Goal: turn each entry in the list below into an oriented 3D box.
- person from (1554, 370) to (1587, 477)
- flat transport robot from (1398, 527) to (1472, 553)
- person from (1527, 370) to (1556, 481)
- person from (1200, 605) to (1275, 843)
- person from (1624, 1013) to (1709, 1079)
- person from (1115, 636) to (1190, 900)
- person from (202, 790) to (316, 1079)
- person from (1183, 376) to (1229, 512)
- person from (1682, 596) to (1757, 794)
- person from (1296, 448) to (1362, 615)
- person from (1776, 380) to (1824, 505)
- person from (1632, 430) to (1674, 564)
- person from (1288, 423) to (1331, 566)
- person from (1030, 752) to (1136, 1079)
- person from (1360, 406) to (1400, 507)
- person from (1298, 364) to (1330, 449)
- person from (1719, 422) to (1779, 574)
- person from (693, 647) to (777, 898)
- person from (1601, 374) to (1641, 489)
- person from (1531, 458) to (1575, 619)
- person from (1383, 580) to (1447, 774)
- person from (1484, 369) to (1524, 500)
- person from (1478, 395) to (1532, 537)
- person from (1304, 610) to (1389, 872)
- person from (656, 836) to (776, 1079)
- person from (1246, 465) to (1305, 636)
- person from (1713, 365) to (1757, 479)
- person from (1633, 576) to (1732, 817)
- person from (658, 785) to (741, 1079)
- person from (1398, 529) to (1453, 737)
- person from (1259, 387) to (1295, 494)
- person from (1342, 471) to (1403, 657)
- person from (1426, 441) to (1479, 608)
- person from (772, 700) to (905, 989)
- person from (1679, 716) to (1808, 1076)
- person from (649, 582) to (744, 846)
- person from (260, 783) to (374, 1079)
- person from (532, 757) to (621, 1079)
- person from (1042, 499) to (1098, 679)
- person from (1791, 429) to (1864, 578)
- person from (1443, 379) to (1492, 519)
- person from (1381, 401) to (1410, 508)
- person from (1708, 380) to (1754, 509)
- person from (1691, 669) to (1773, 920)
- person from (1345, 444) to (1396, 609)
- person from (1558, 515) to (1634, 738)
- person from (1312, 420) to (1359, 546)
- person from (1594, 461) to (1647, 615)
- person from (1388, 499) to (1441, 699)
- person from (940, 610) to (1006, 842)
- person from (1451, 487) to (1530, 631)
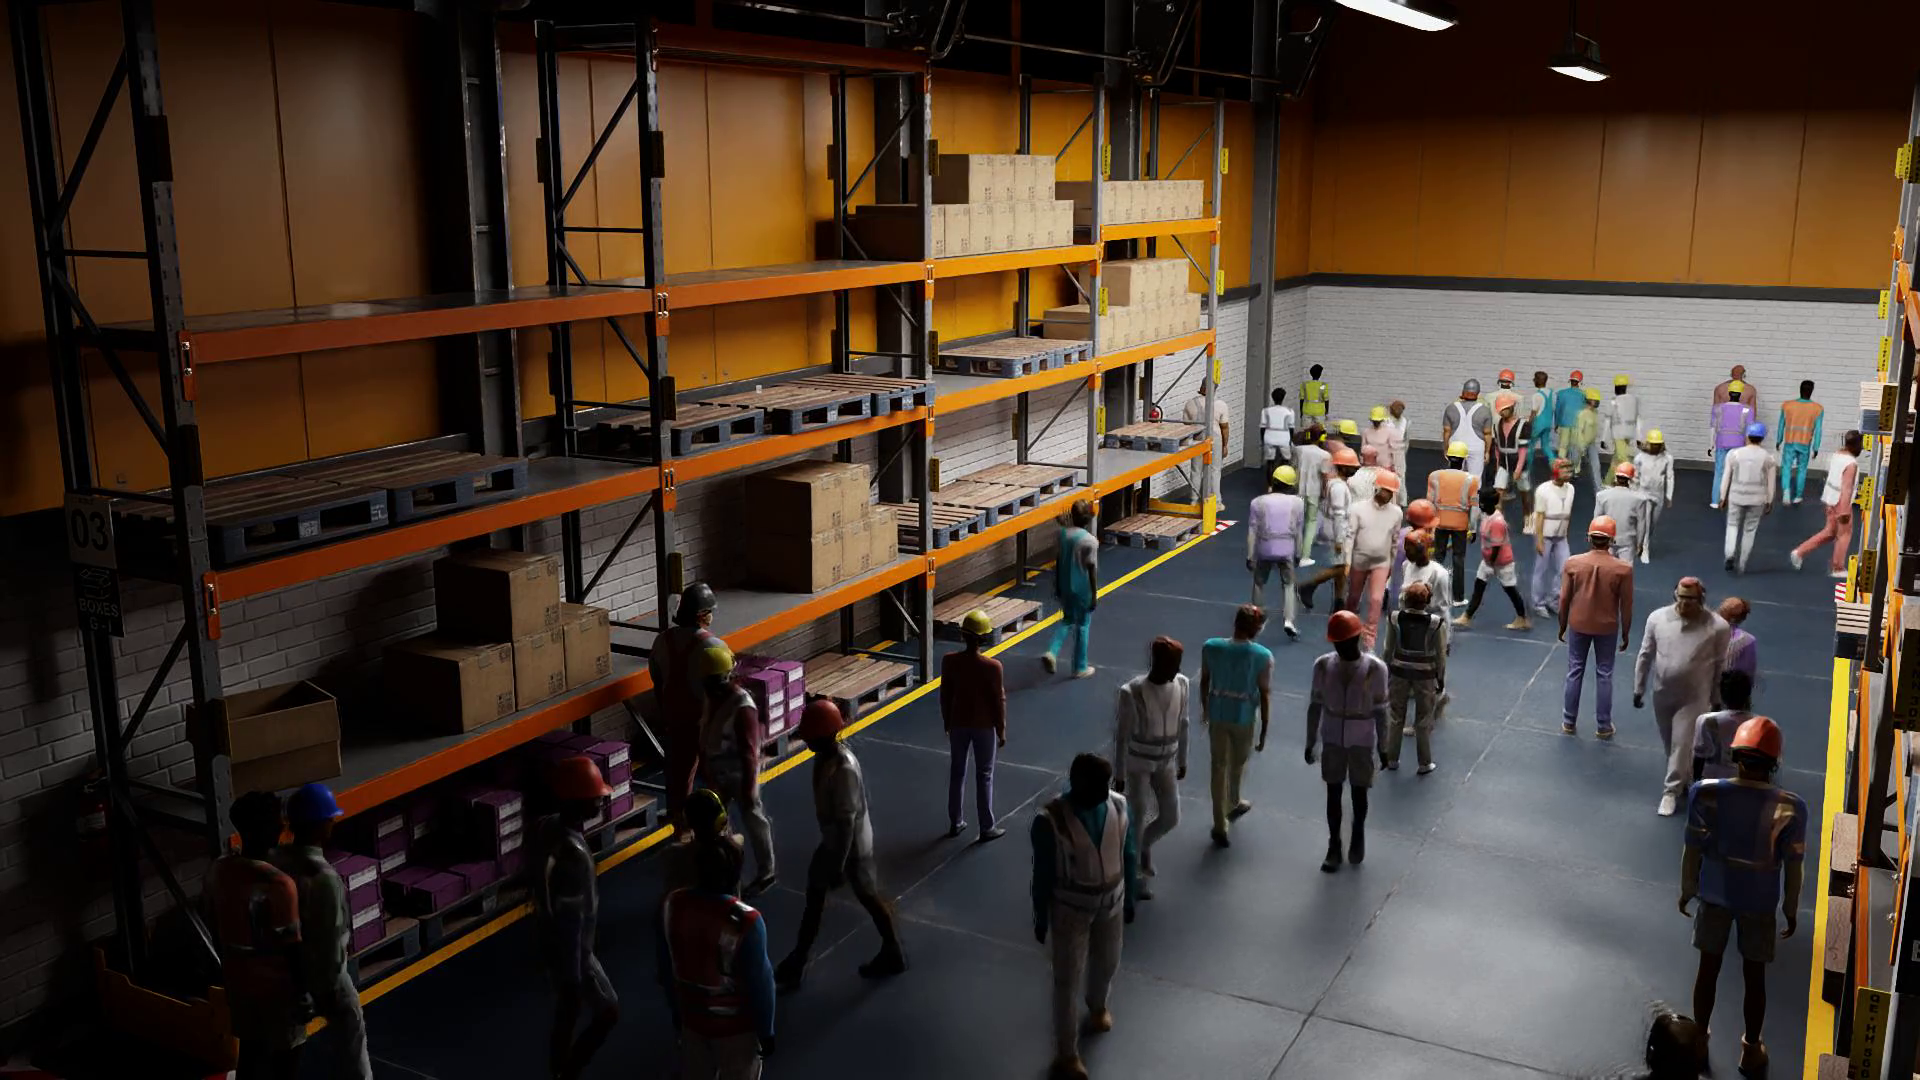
[{"bbox_3d":[10.063,-1.915,27.329,0.572,1.749,0.340,7,14,27],"label":"person"},{"bbox_3d":[6.385,-0.075,22.441,0.652,0.197,1.431,9,15,34],"label":"flat transport robot"},{"bbox_3d":[9.344,-1.812,26.698,0.550,1.827,0.729,-6,14,-24],"label":"person"},{"bbox_3d":[2.089,1.352,12.606,0.592,1.798,0.757,4,13,18],"label":"person"},{"bbox_3d":[2.727,2.710,6.470,0.508,1.829,0.468,-1,13,-3],"label":"person"},{"bbox_3d":[1.313,1.555,11.528,0.653,1.867,0.446,-7,15,-30],"label":"person"},{"bbox_3d":[-3.504,2.205,8.403,0.613,1.963,0.361,7,14,27],"label":"person"},{"bbox_3d":[3.664,-1.445,24.578,0.688,2.000,0.537,7,14,27],"label":"person"},{"bbox_3d":[6.153,1.249,13.571,0.921,1.579,0.531,-7,15,-30],"label":"person"},{"bbox_3d":[4.217,-0.089,18.778,0.617,1.924,0.568,4,13,17],"label":"person"},{"bbox_3d":[12.599,-1.467,24.995,0.619,1.895,0.750,7,14,29],"label":"person"},{"bbox_3d":[8.965,-0.604,21.578,0.497,1.711,0.852,2,13,10],"label":"person"},{"bbox_3d":[4.379,-0.557,21.049,0.565,1.842,0.572,11,16,40],"label":"person"},{"bbox_3d":[0.697,2.058,9.402,0.650,1.831,0.617,-5,14,-22],"label":"person"},{"bbox_3d":[5.957,-1.057,23.522,0.569,1.731,0.644,10,16,37],"label":"person"},{"bbox_3d":[6.097,-2.178,28.638,0.540,1.695,0.317,7,14,27],"label":"person"},{"bbox_3d":[9.788,-0.512,20.669,0.632,1.918,0.463,7,14,29],"label":"person"},{"bbox_3d":[-1.612,1.621,11.394,0.795,1.786,0.720,-9,16,-36],"label":"person"},{"bbox_3d":[10.287,-1.627,25.795,0.587,1.874,1.032,-4,13,-18],"label":"person"},{"bbox_3d":[6.635,-0.009,18.636,0.627,1.827,0.517,-6,14,-24],"label":"person"},{"bbox_3d":[3.792,1.143,13.897,0.522,1.639,0.309,7,14,27],"label":"person"},{"bbox_3d":[8.308,-1.618,25.461,0.622,1.990,0.398,7,14,27],"label":"person"},{"bbox_3d":[7.563,-1.016,22.847,1.044,1.967,0.600,-10,16,-38],"label":"person"},{"bbox_3d":[2.767,1.439,11.923,0.599,1.921,0.412,6,14,26],"label":"person"},{"bbox_3d":[-1.158,2.328,8.138,0.633,1.841,0.429,7,14,27],"label":"person"},{"bbox_3d":[3.387,0.138,17.867,0.613,1.888,0.599,0,13,2],"label":"person"},{"bbox_3d":[12.454,-1.872,26.793,0.651,1.906,0.403,7,14,27],"label":"person"},{"bbox_3d":[5.739,1.175,13.248,0.655,1.869,0.958,10,16,37],"label":"person"},{"bbox_3d":[-1.309,2.188,8.734,0.536,1.849,0.386,8,15,31],"label":"person"},{"bbox_3d":[4.207,0.809,14.886,0.583,1.868,0.656,-7,14,-27],"label":"person"},{"bbox_3d":[4.898,-1.522,25.714,0.556,1.679,0.377,4,13,18],"label":"person"},{"bbox_3d":[4.287,0.207,17.416,0.633,1.941,0.971,1,13,2],"label":"person"},{"bbox_3d":[5.673,-0.184,19.188,0.594,1.925,0.379,7,14,27],"label":"person"},{"bbox_3d":[-0.781,1.855,10.162,0.998,1.870,0.553,-7,14,-27],"label":"person"},{"bbox_3d":[4.349,1.970,9.285,0.615,2.041,0.387,7,14,27],"label":"person"},{"bbox_3d":[-1.904,1.297,12.300,0.688,2.000,0.536,7,14,27],"label":"person"},{"bbox_3d":[-3.347,2.186,8.572,0.630,1.934,0.716,11,16,39],"label":"person"},{"bbox_3d":[-2.007,2.105,8.711,0.452,2.024,0.617,-6,14,-26],"label":"person"},{"bbox_3d":[1.110,0.500,16.342,0.540,1.831,0.558,12,17,42],"label":"person"},{"bbox_3d":[10.745,-0.444,20.441,0.719,1.887,0.598,2,13,8],"label":"person"},{"bbox_3d":[7.344,-1.326,24.045,0.688,2.000,0.537,7,14,27],"label":"person"},{"bbox_3d":[6.505,-1.309,24.987,0.513,1.589,0.889,-1,13,-6],"label":"person"},{"bbox_3d":[11.414,-1.405,24.657,0.594,1.925,0.379,7,14,27],"label":"person"},{"bbox_3d":[5.237,1.711,11.302,0.550,1.665,0.572,3,13,11],"label":"person"},{"bbox_3d":[4.725,-0.158,19.177,0.654,1.887,0.801,-1,13,-5],"label":"person"},{"bbox_3d":[5.644,0.765,14.792,0.622,1.990,0.398,7,14,27],"label":"person"},{"bbox_3d":[5.061,-0.759,22.238,0.847,1.708,0.529,-1,13,-5],"label":"person"},{"bbox_3d":[7.474,-0.024,18.863,0.572,1.749,0.340,7,14,27],"label":"person"},{"bbox_3d":[4.357,0.559,15.705,0.492,1.996,0.660,1,13,6],"label":"person"},{"bbox_3d":[0.111,1.389,12.511,0.533,1.767,0.323,7,14,27],"label":"person"},{"bbox_3d":[5.807,0.218,18.054,0.948,1.616,0.540,-1,13,-4],"label":"person"}]
